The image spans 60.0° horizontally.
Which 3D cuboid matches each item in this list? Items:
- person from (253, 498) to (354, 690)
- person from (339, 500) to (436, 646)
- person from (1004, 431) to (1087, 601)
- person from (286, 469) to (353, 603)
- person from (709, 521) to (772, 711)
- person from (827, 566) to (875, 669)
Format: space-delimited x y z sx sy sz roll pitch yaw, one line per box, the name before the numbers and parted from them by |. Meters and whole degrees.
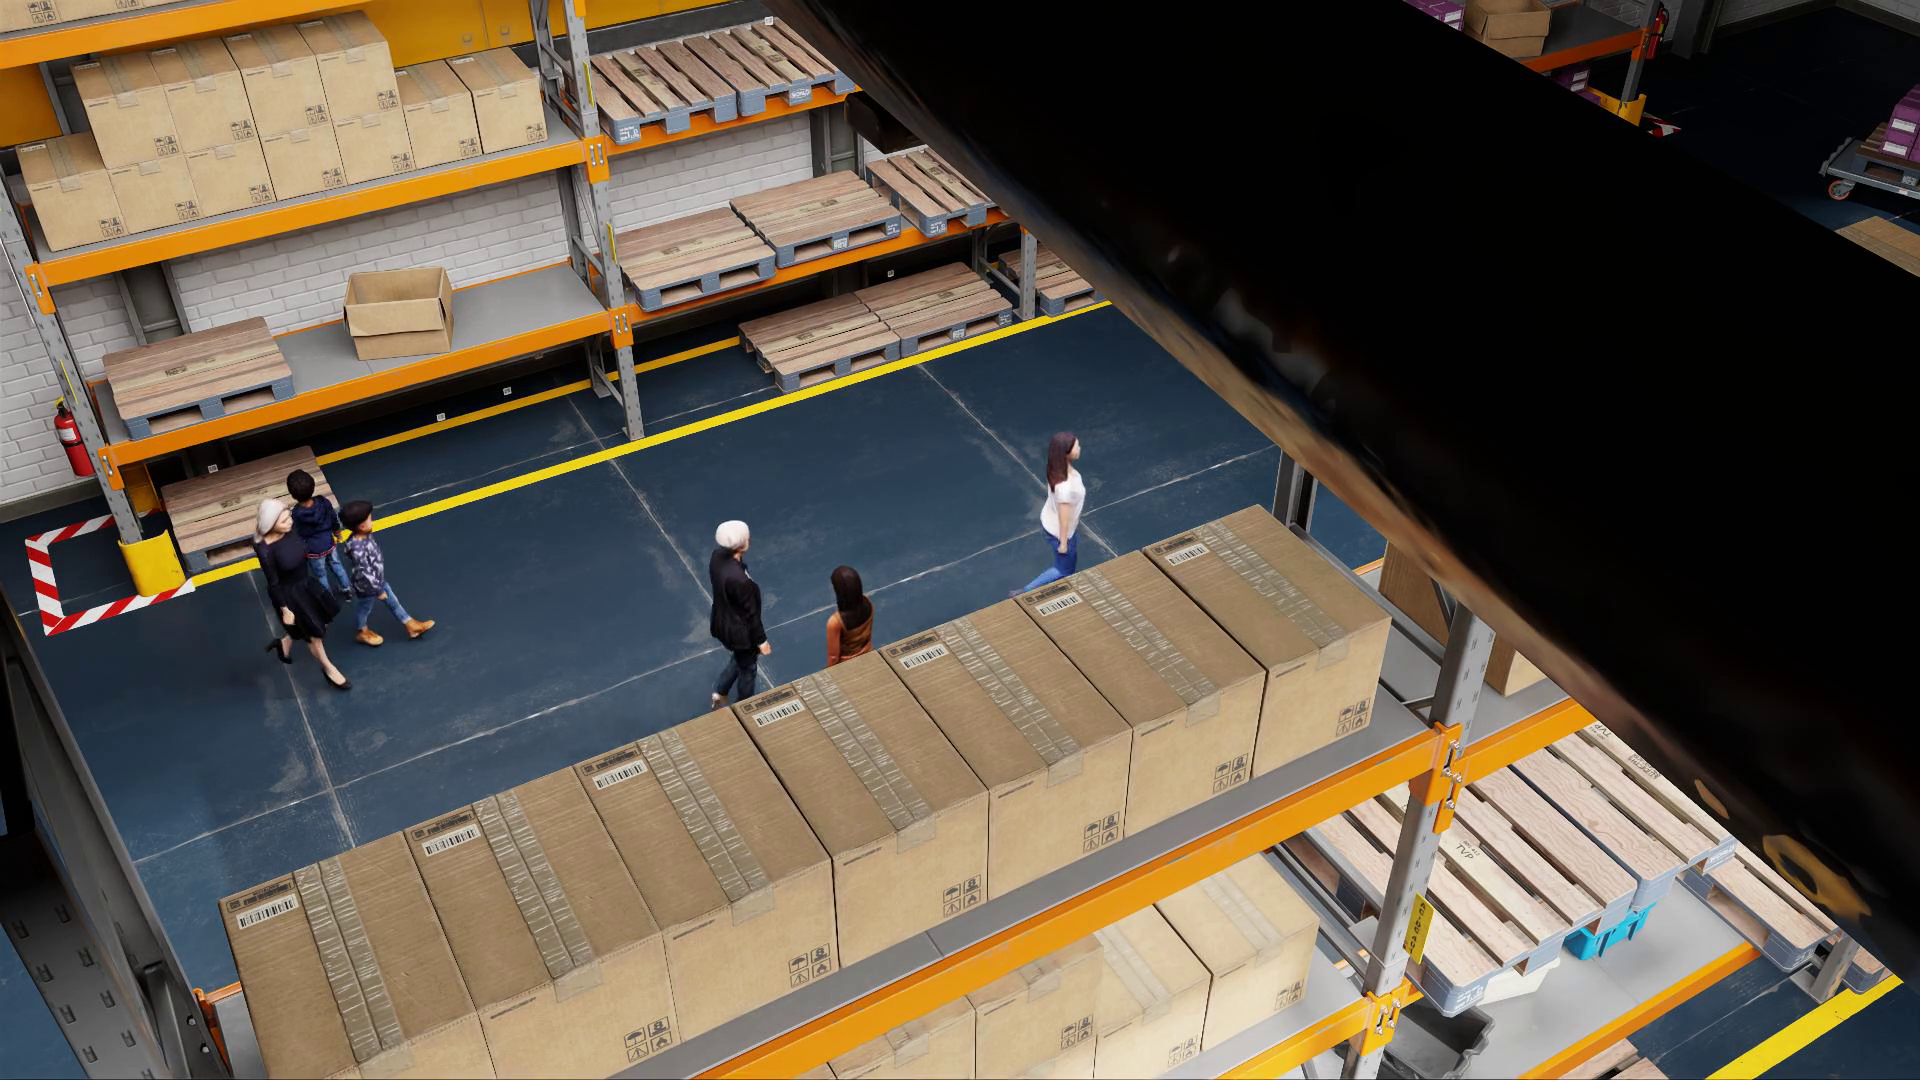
person | -4.650 0.399 11.460 0.959 1.726 0.898 8 39 10
person | -4.334 0.274 12.021 0.905 1.221 0.771 2 39 3
person | 0.647 -0.064 12.083 0.990 1.671 0.784 -7 39 -9
person | -4.780 0.000 12.364 0.628 1.221 0.486 32 48 33
person | -1.573 0.653 11.353 0.704 1.769 0.764 -15 41 -18
person | -0.699 0.864 10.911 0.700 1.684 0.591 22 44 25
